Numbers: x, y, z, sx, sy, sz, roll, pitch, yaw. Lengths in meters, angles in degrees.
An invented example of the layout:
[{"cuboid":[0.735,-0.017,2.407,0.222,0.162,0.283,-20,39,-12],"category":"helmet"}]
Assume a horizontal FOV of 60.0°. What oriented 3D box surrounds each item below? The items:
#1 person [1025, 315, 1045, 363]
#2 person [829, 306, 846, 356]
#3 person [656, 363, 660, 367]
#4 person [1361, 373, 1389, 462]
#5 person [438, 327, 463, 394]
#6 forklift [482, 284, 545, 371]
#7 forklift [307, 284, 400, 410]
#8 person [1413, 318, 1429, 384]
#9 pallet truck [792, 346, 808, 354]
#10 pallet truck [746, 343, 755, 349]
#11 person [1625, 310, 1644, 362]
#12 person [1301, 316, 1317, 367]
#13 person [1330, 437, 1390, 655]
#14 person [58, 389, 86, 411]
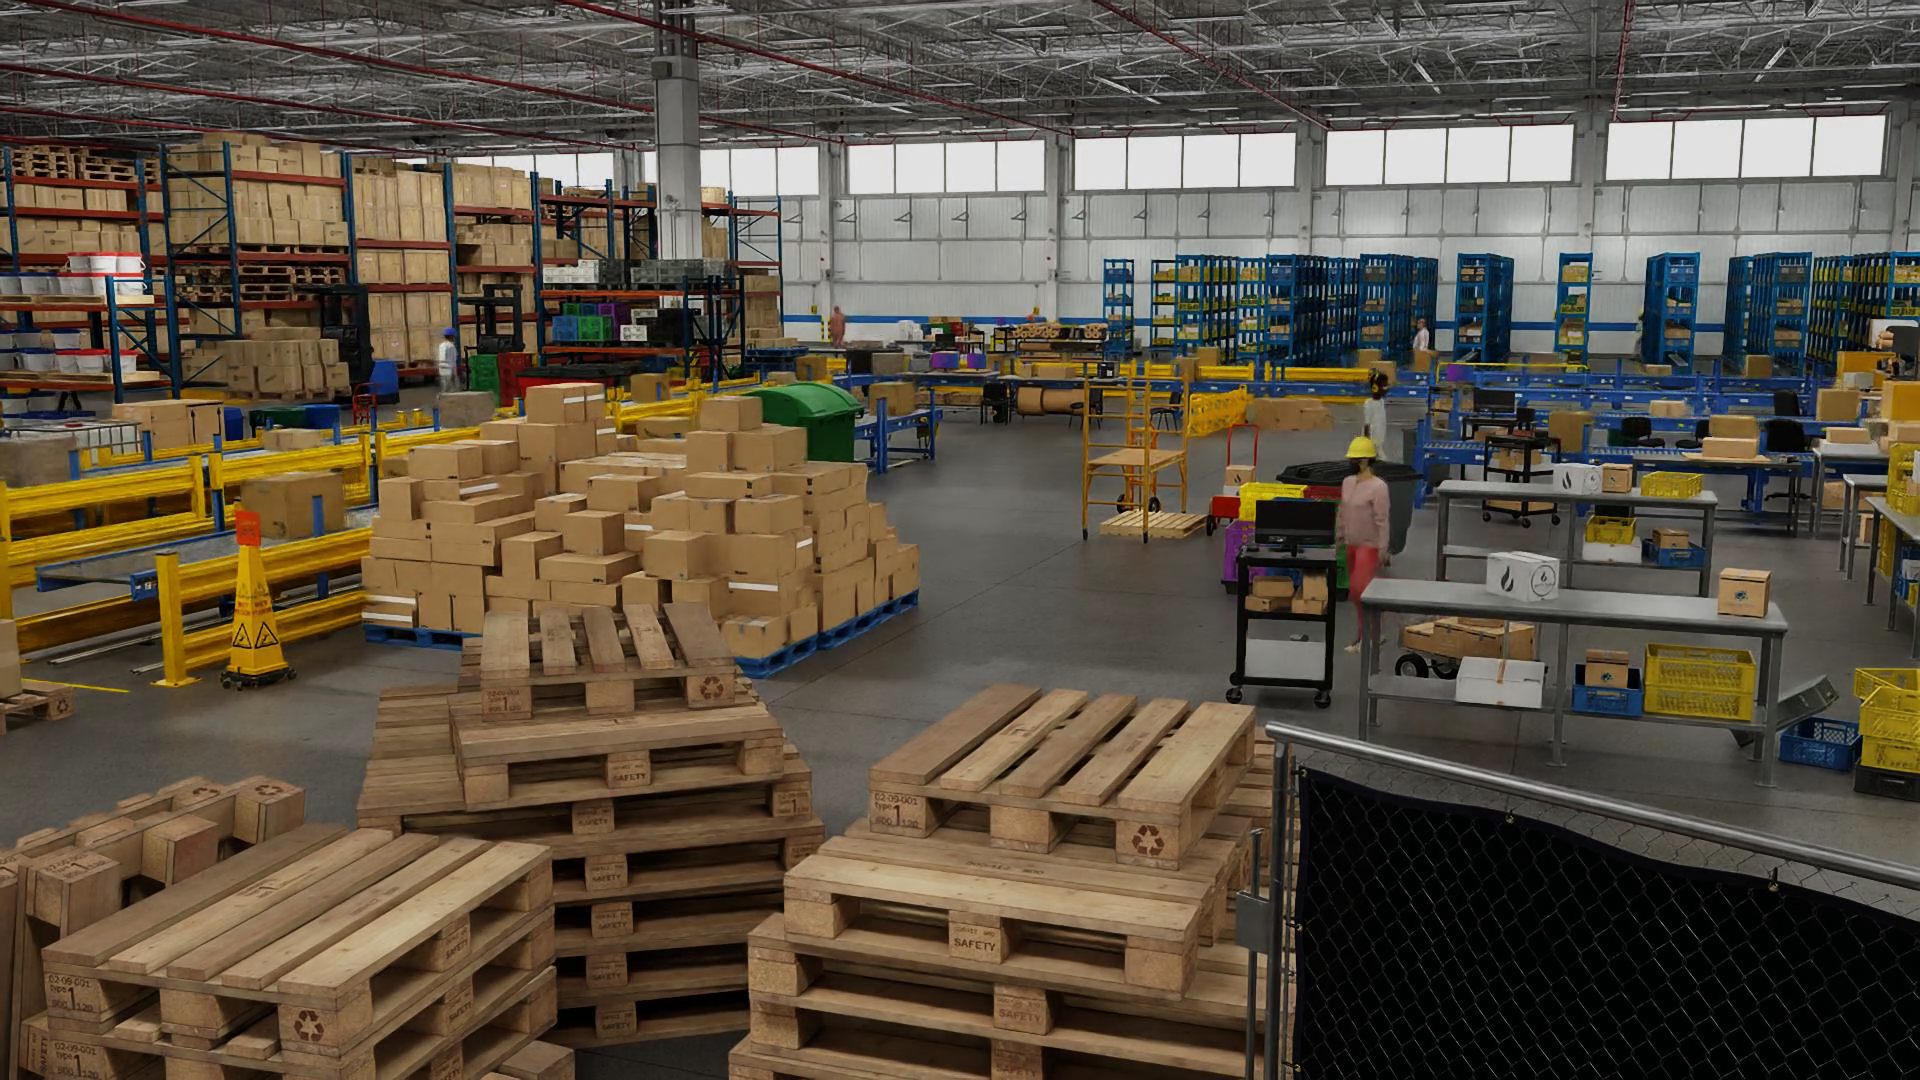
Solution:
[{"cuboid":[2.433,-6.612,55.247,0.776,1.723,0.562,-2,9,-14],"category":"person"},{"cuboid":[-4.602,-7.861,62.567,0.642,1.892,0.542,-4,10,-26],"category":"person"},{"cuboid":[-8.982,-5.867,50.339,0.764,1.803,0.587,5,10,29],"category":"person"},{"cuboid":[5.054,-1.100,20.190,0.404,1.857,0.555,7,11,37],"category":"person"},{"cuboid":[-10.937,-3.601,35.705,0.602,1.921,0.486,8,12,43],"category":"person"},{"cuboid":[-10.832,-4.702,39.610,1.129,2.768,1.873,3,10,20],"category":"forklift"},{"cuboid":[-13.813,-4.417,37.821,1.129,2.768,1.873,3,10,20],"category":"forklift"},{"cuboid":[12.052,-4.843,43.539,0.406,1.911,0.639,3,10,21],"category":"person"},{"cuboid":[-3.705,-4.298,42.022,0.653,1.274,1.630,3,10,20],"category":"pallet truck"},{"cuboid":[-6.183,-4.618,44.264,1.601,1.201,0.680,-9,12,-43],"category":"pallet truck"},{"cuboid":[23.610,-7.089,57.930,0.718,1.807,0.624,2,9,10],"category":"person"},{"cuboid":[10.809,-6.115,51.808,0.817,1.822,0.571,0,9,2],"category":"person"},{"cuboid":[3.200,0.050,13.283,0.441,1.754,0.524,-4,10,-23],"category":"person"},{"cuboid":[-18.704,-3.377,35.081,0.835,1.654,0.552,-2,9,-11],"category":"person"}]
